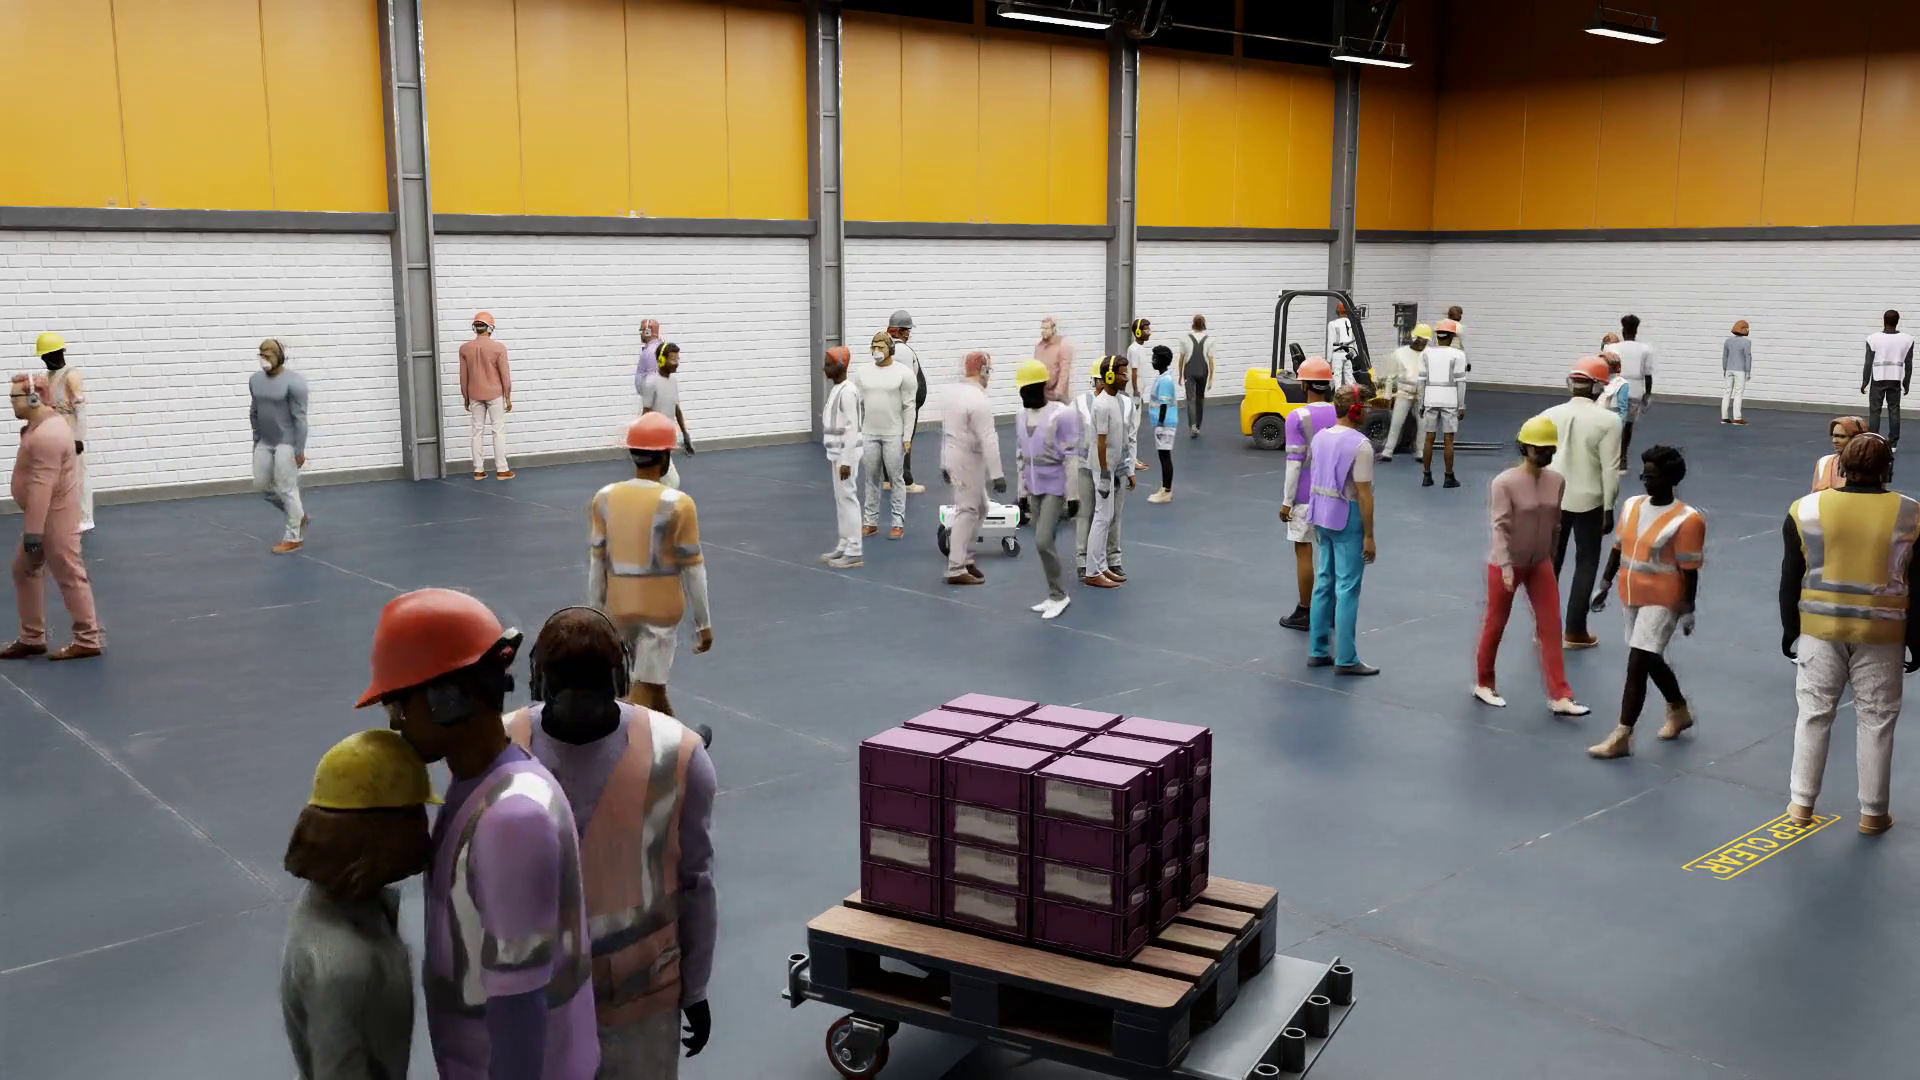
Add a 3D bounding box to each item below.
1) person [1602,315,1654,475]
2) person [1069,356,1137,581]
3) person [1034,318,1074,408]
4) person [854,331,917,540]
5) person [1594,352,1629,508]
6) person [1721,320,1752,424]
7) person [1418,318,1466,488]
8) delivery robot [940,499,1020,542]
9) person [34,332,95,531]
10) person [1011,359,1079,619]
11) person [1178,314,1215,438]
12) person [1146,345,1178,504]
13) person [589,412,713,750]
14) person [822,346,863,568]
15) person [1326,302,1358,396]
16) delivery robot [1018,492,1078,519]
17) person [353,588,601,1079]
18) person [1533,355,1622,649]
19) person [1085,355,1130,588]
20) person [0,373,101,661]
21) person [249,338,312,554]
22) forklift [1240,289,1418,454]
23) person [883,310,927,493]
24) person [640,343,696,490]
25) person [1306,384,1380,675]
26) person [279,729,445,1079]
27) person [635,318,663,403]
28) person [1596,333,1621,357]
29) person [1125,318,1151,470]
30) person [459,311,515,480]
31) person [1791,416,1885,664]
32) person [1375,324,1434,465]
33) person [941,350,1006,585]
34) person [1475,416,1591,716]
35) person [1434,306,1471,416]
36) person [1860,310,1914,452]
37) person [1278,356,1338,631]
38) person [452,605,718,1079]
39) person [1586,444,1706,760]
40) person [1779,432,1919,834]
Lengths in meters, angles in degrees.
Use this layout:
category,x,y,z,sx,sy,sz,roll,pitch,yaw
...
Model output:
category,x,y,z,sx,sy,sz,roll,pitch,yaw
person,8.094,-1.782,20.317,0.626,1.911,0.993,1,10,8
person,1.161,-0.578,13.531,0.590,1.833,0.404,-2,10,-12
person,1.157,-1.890,21.146,0.650,1.858,0.982,8,13,41
person,-0.715,-0.970,15.520,0.631,1.940,0.372,3,10,19
person,6.789,-1.158,17.494,0.308,1.640,0.510,-4,11,-25
person,12.220,-2.634,26.149,0.279,1.631,0.507,-4,11,-23
person,5.504,-1.558,18.990,0.543,1.928,0.372,7,12,34
delivery robot,0.177,-0.190,14.720,0.707,0.478,0.477,0,10,-2
person,-8.558,-1.021,15.887,0.588,1.915,0.395,8,12,39
person,0.616,-0.374,12.177,0.548,1.891,0.610,-7,12,-35
person,3.455,-2.389,24.246,0.507,1.803,0.957,0,10,0
person,2.171,-1.235,17.785,0.319,1.699,0.535,1,10,7
person,-1.452,0.326,8.060,0.571,1.885,0.997,4,11,25
person,-0.996,-0.706,14.127,0.337,1.883,0.583,-2,10,-12
person,6.376,-3.037,27.783,0.572,1.883,0.353,-3,10,-17
delivery robot,0.907,-0.454,16.255,0.707,0.478,0.477,-7,12,-39
person,-0.840,1.075,3.405,0.906,1.989,0.653,-5,11,-27
person,4.178,-0.260,11.279,0.462,1.970,0.637,-9,13,-42
person,1.181,-0.545,13.274,0.328,1.861,0.497,2,10,11
person,-6.011,-0.129,10.740,0.757,1.880,0.681,-6,11,-30
person,-6.020,-0.838,14.790,0.648,1.920,0.495,5,11,25
forklift,5.034,-2.339,22.783,2.313,2.155,1.214,3,10,16
person,-0.635,-1.554,18.638,0.539,2.000,0.688,-5,11,-29
person,-2.760,-0.911,15.474,0.599,1.838,0.525,2,10,14
person,2.401,-0.058,10.518,0.385,1.846,0.602,-4,11,-24
person,-1.177,1.226,3.299,0.369,1.722,0.518,-3,10,-15
person,-3.633,-1.658,19.639,0.403,1.906,0.652,0,10,1
person,8.512,-1.901,21.857,0.280,1.634,0.498,-7,12,-37
person,2.210,-1.808,20.627,0.323,1.870,0.518,2,10,11
person,-5.578,-1.696,19.621,0.611,1.989,0.391,1,10,6
person,5.583,0.032,10.525,0.311,1.638,0.522,-4,10,-21
person,5.621,-1.830,21.007,0.815,1.794,0.404,1,10,4
person,0.116,-0.570,13.338,0.544,1.884,0.712,-3,10,-19
person,3.281,0.162,9.491,0.549,1.728,0.850,-3,10,-19
person,8.252,-2.968,27.609,0.874,1.803,0.643,-6,11,-30
person,12.477,-2.134,22.394,0.598,1.915,0.375,2,10,14
person,2.483,-0.327,11.759,0.552,1.935,0.374,-5,11,-27
person,-0.875,1.062,3.908,0.627,1.844,0.429,-2,10,-10
person,3.695,0.308,8.850,0.820,1.659,0.536,-3,10,-19
person,4.091,0.426,7.629,0.627,1.844,0.429,6,11,30
